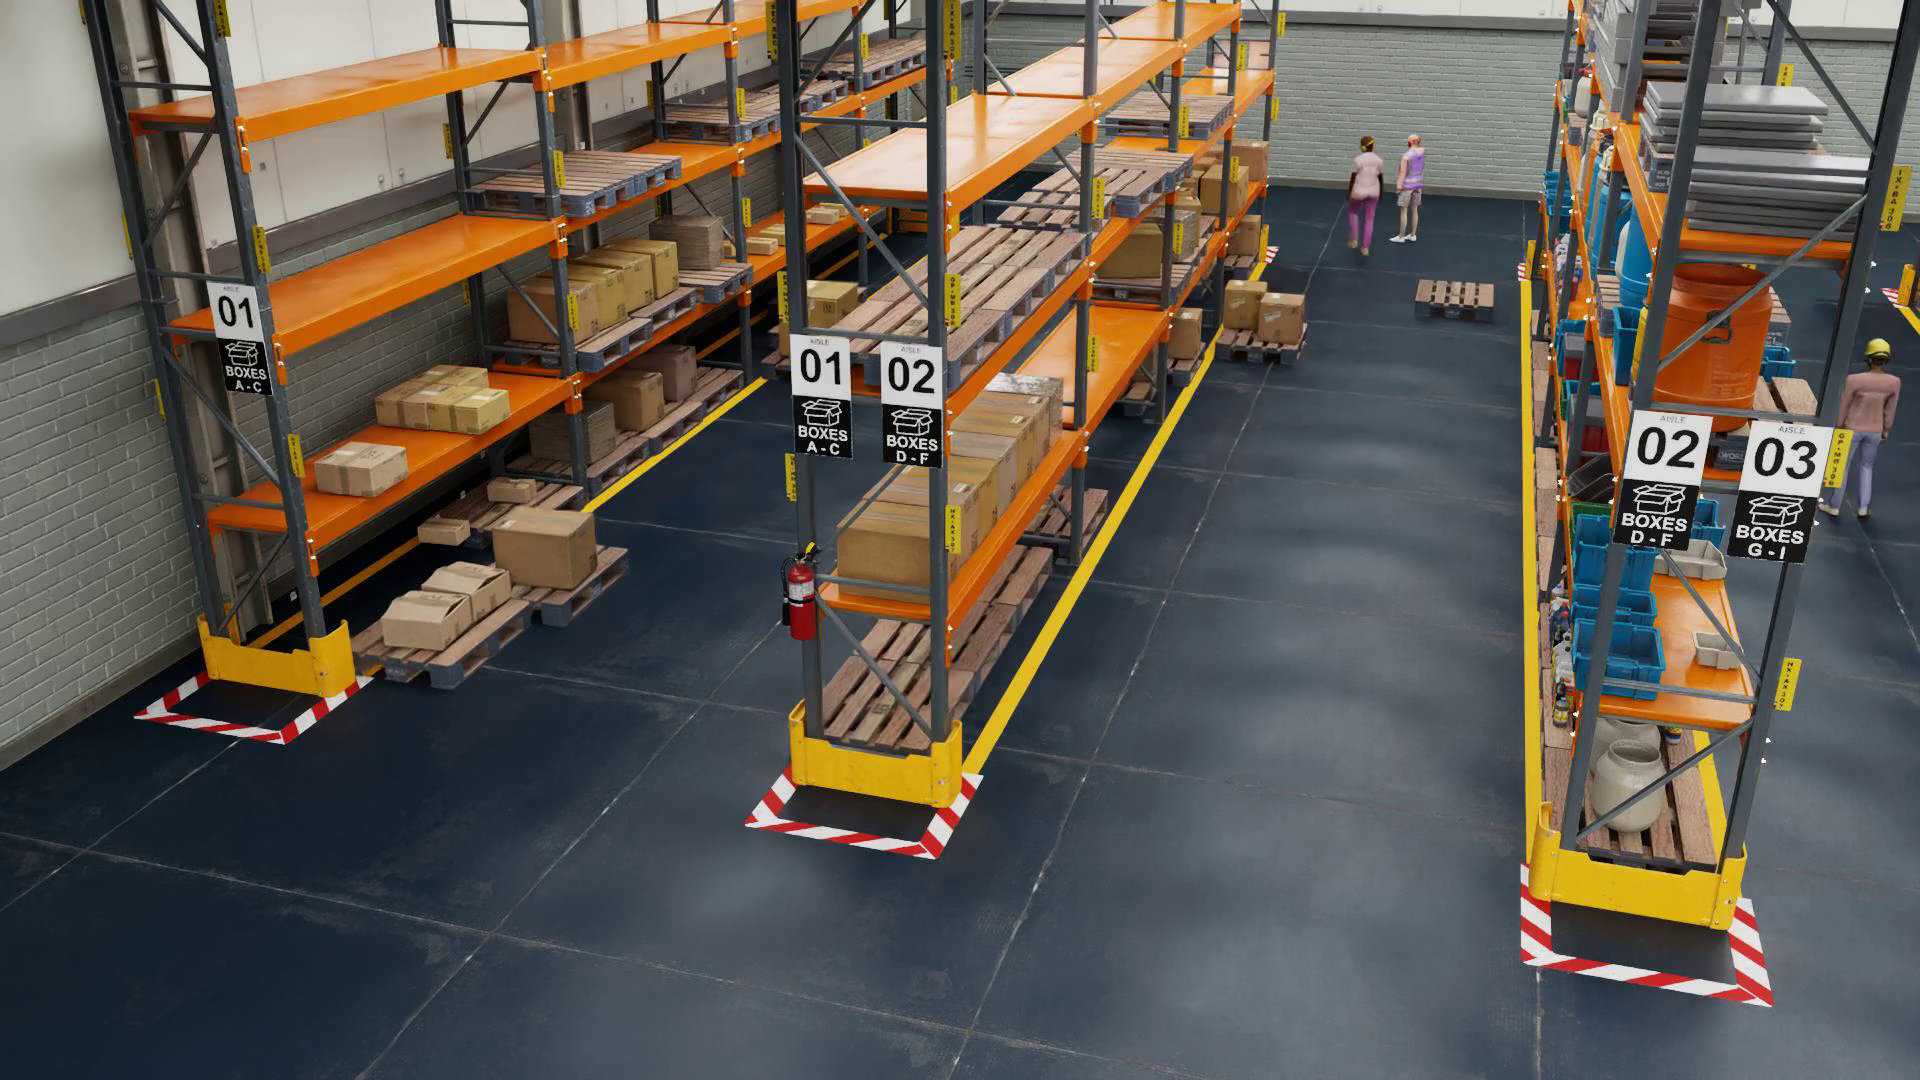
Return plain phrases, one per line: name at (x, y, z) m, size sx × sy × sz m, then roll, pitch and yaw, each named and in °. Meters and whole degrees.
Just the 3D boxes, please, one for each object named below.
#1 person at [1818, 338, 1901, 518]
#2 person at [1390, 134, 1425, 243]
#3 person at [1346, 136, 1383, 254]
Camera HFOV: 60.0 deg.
person at (8.508, -1.047, 15.725) m, size 0.533 × 1.750 × 0.350 m, roll 0°, pitch 23°, yaw 1°
person at (7.085, -5.531, 26.205) m, size 0.489 × 1.689 × 0.348 m, roll -13°, pitch 27°, yaw -28°
person at (6.221, -5.326, 25.612) m, size 0.599 × 1.768 × 0.666 m, roll 0°, pitch 23°, yaw -1°
